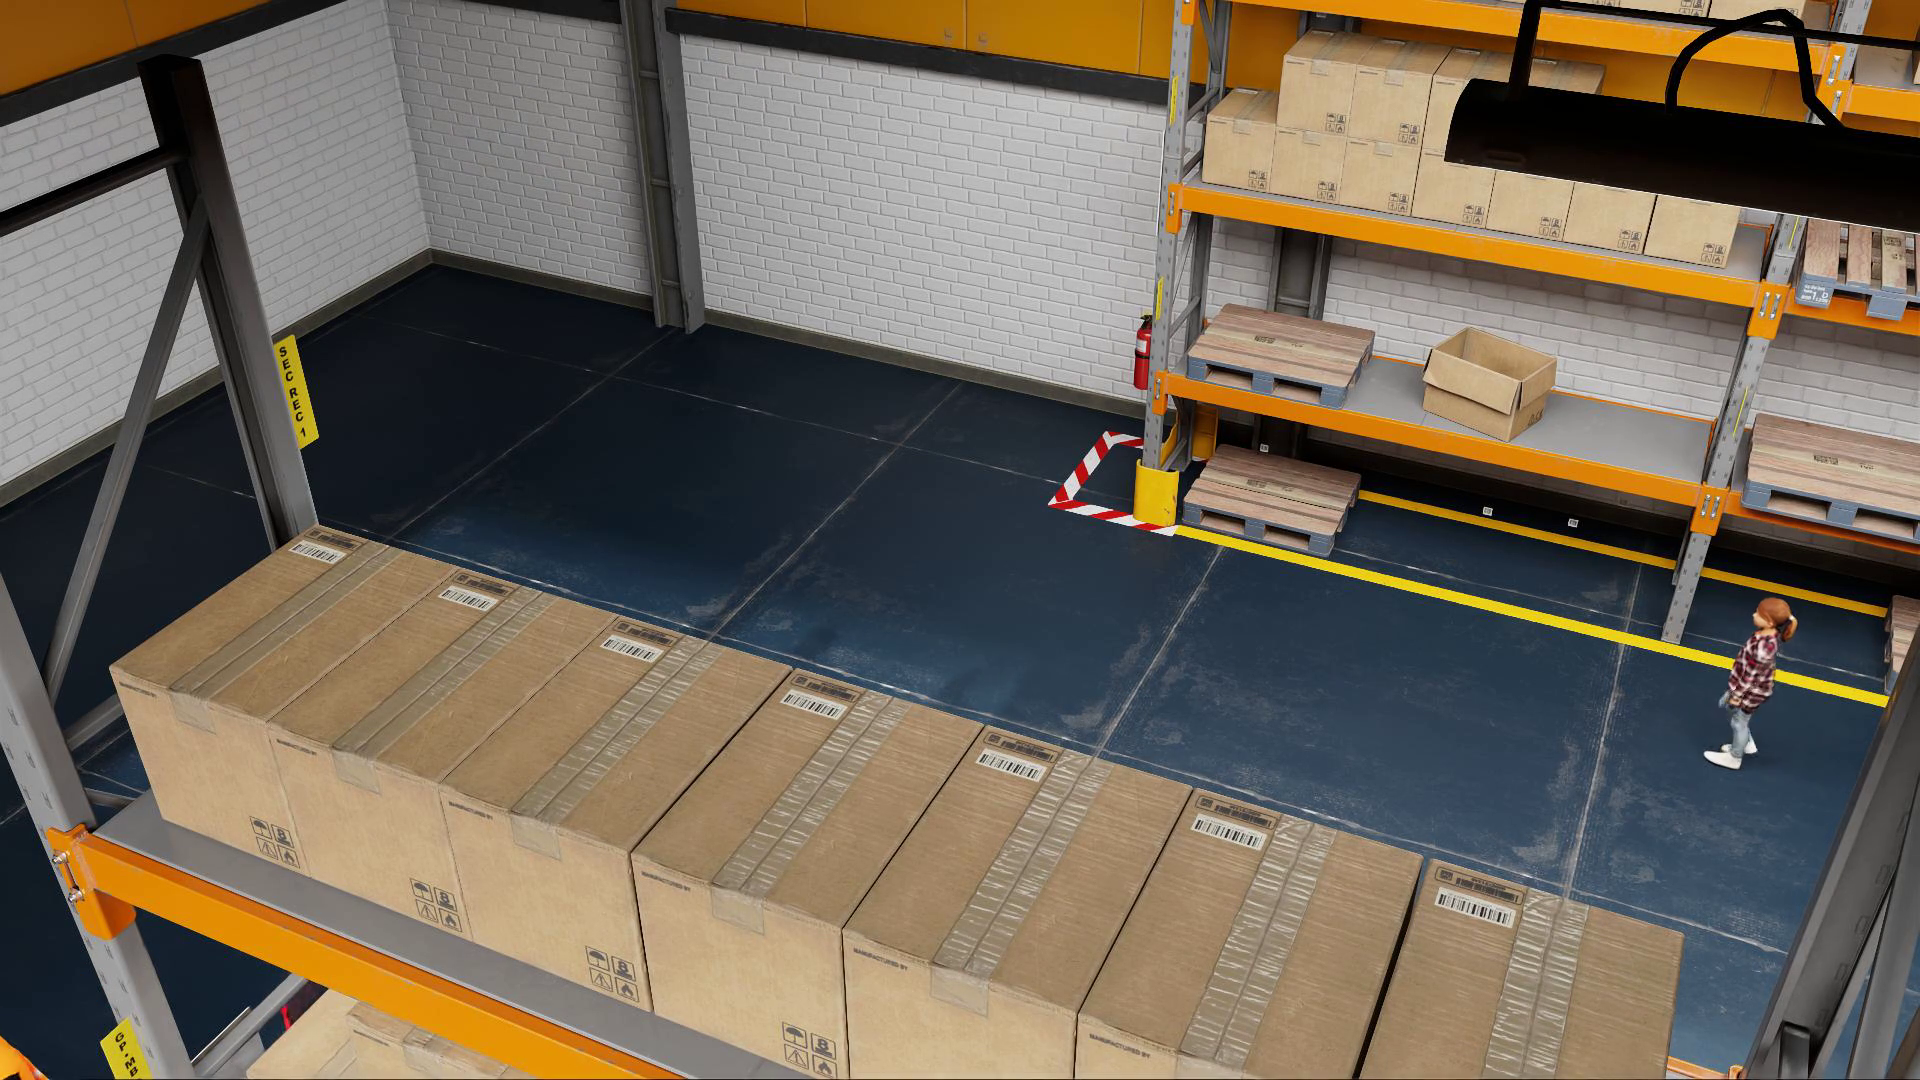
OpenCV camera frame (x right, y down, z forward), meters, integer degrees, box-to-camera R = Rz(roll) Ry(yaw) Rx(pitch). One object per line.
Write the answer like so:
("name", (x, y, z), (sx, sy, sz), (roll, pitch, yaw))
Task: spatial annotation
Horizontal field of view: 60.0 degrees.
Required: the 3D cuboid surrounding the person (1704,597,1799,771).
("person", (5.071, 0.933, 10.521), (0.525, 1.299, 0.533), (17, 37, 23))
